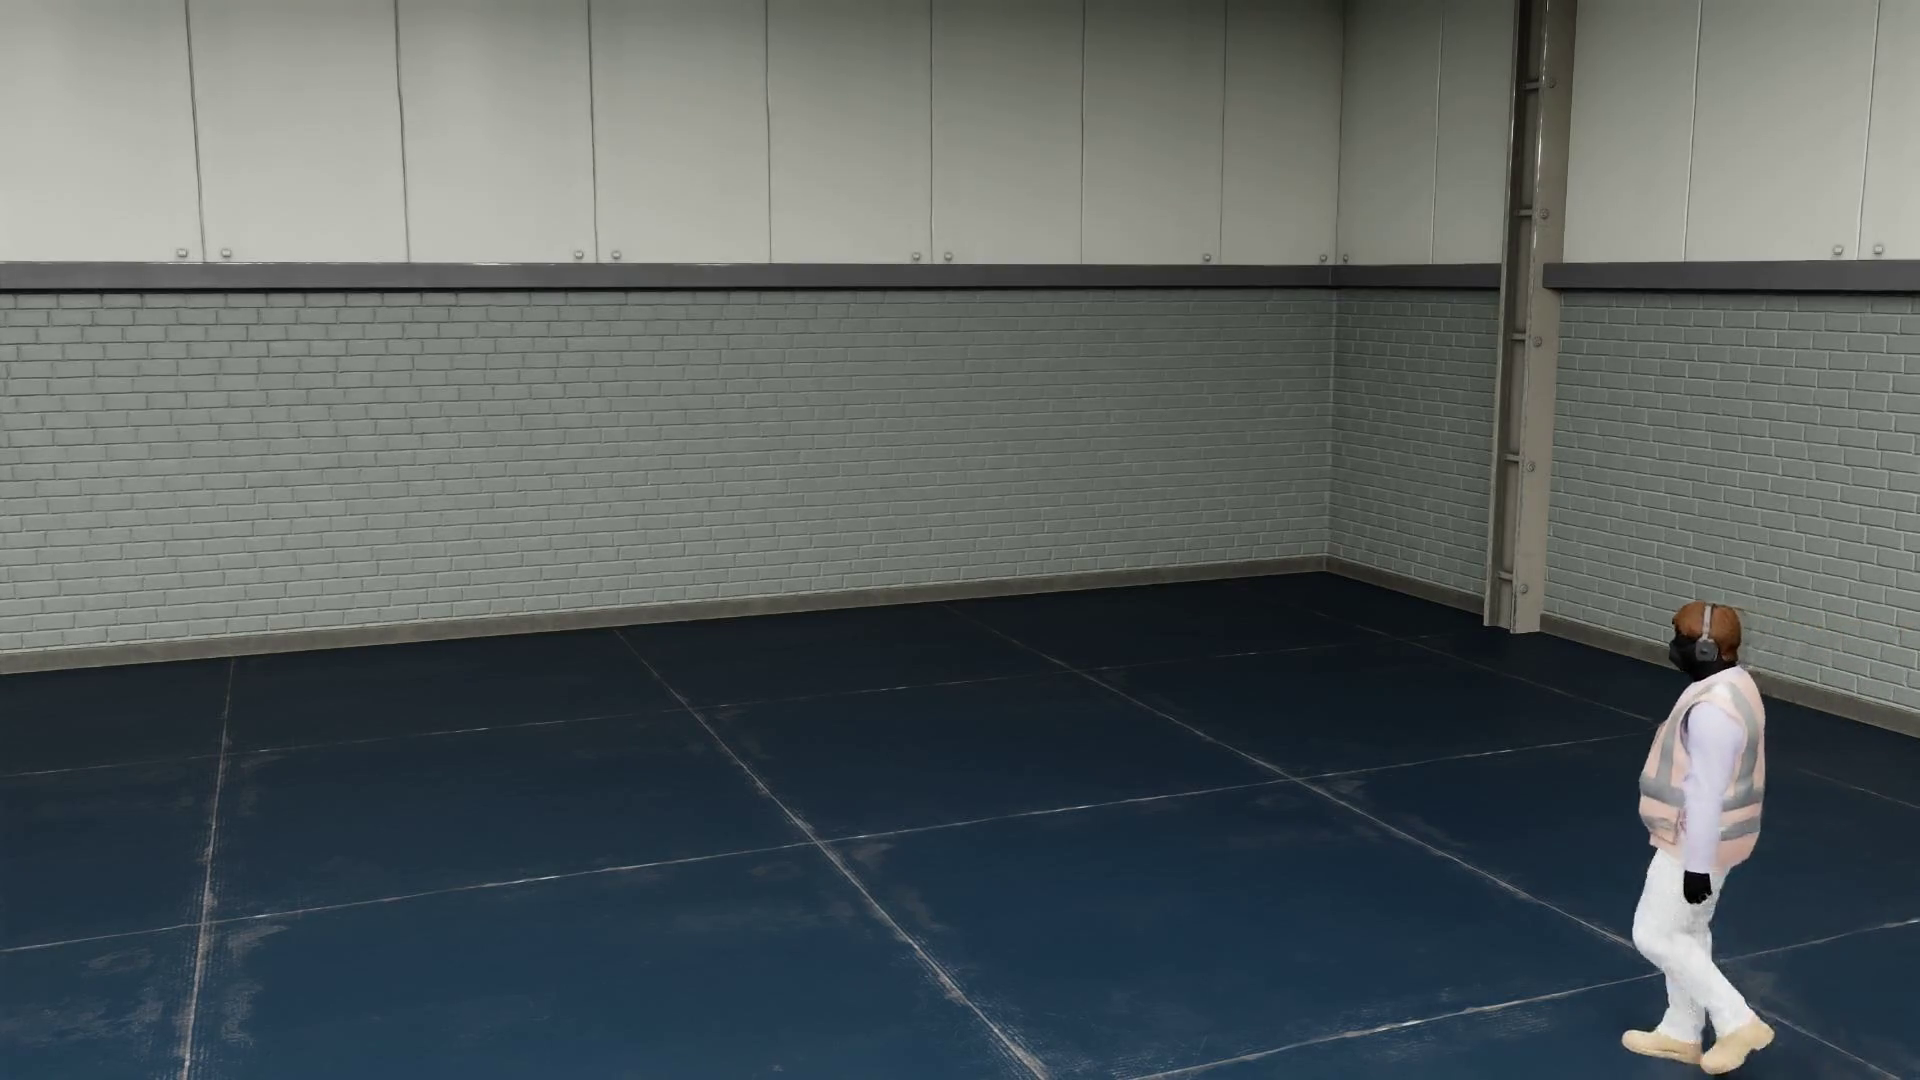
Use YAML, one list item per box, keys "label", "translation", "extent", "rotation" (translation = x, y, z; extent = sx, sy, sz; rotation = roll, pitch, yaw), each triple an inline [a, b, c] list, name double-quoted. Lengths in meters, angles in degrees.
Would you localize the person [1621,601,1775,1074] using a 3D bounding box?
- label: "person"
  translation: [2.798, 1.132, 6.276]
  extent: [0.458, 1.826, 0.649]
  rotation: [5, 10, 29]
